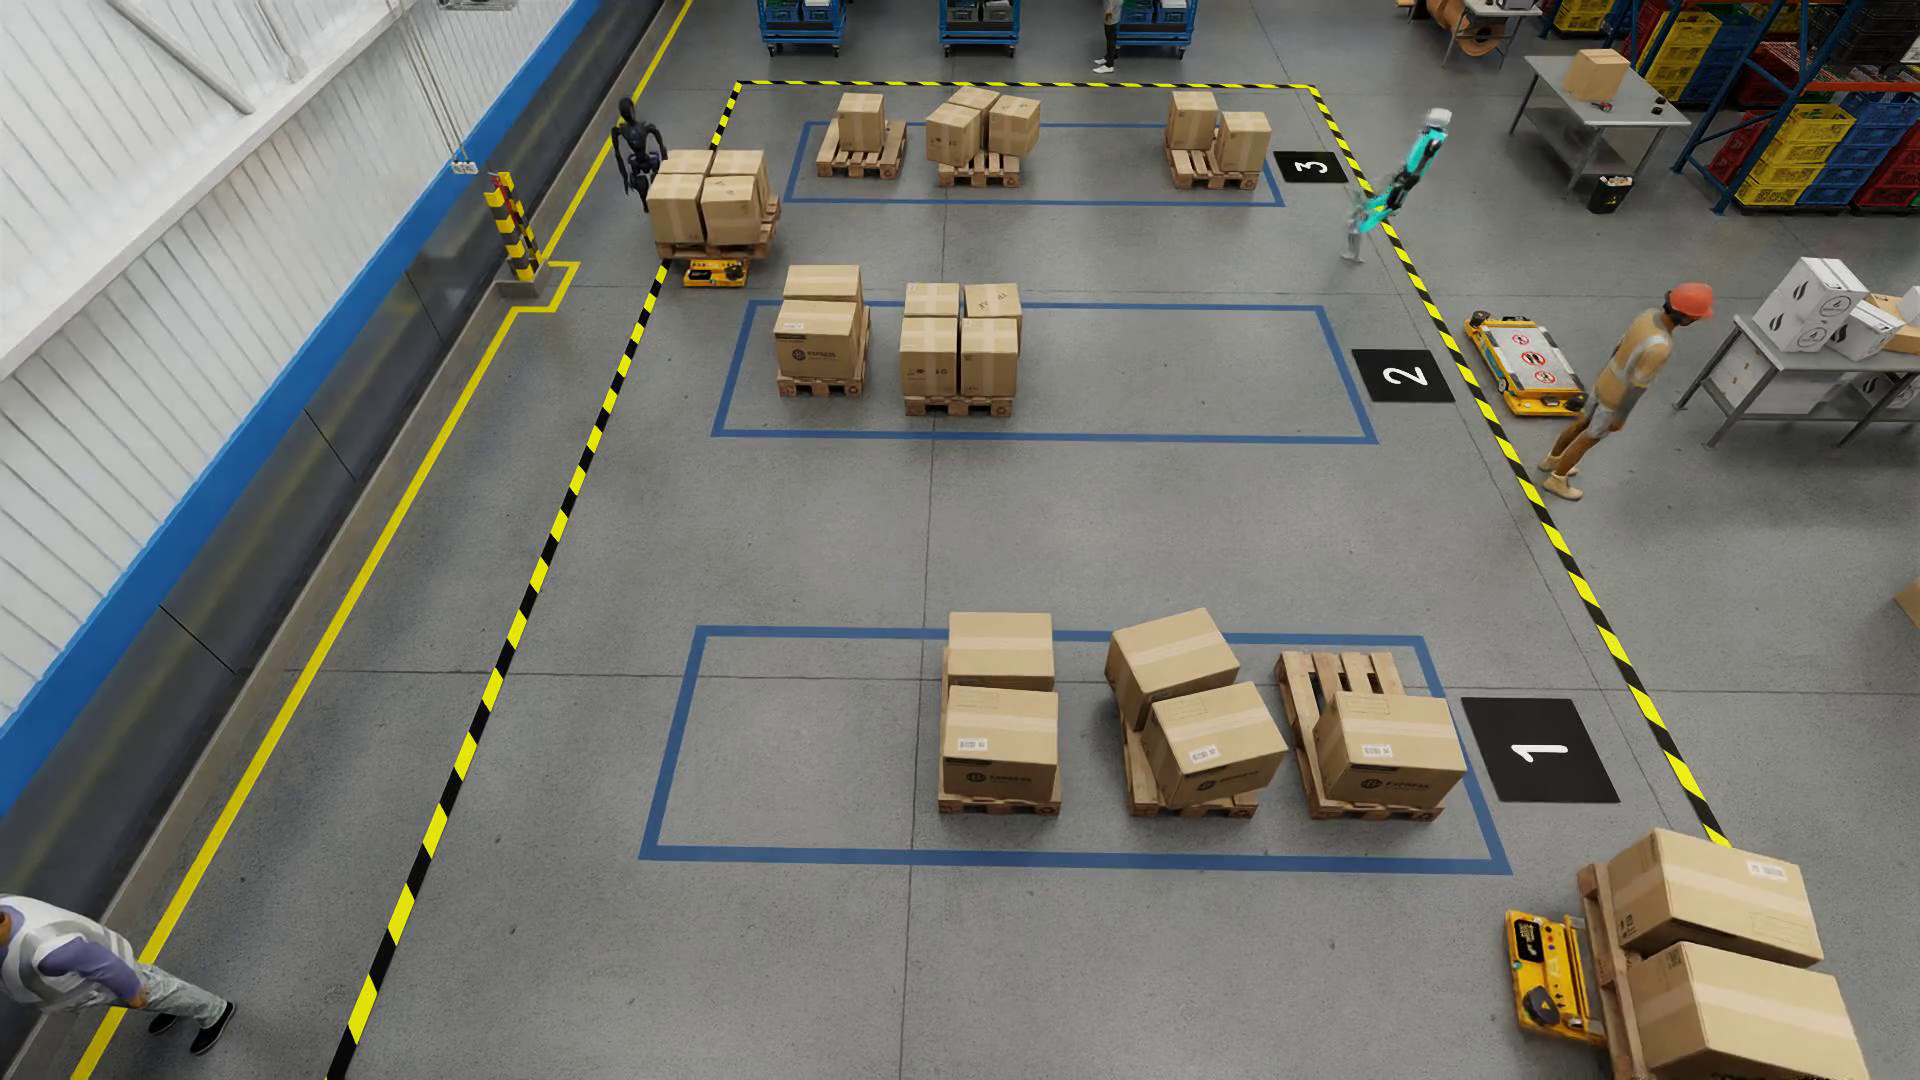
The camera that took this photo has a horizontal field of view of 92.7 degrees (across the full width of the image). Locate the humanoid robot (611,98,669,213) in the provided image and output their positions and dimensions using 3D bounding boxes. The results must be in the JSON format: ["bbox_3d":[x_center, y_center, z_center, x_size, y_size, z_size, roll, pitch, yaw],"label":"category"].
[{"bbox_3d":[-3.461,-4.119,10.181,0.590,1.637,0.617,-8,50,-7],"label":"humanoid robot"}]

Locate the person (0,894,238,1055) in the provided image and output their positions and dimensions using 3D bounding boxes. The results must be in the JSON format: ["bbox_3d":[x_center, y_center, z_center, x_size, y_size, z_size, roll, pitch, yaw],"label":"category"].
[{"bbox_3d":[-4.389,2.184,4.610,0.599,1.827,0.404,16,51,14],"label":"person"}]

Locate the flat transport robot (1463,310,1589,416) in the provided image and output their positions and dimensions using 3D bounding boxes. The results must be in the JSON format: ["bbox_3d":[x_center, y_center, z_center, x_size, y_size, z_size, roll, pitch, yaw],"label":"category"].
[{"bbox_3d":[5.573,-1.757,9.054,0.659,0.231,1.431,1,49,1],"label":"flat transport robot"}]

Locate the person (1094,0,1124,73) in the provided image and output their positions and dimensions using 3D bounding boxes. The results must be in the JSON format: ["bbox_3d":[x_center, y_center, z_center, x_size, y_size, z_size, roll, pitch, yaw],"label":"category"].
[{"bbox_3d":[2.152,-7.724,13.172,0.388,1.849,0.597,8,50,7],"label":"person"}]

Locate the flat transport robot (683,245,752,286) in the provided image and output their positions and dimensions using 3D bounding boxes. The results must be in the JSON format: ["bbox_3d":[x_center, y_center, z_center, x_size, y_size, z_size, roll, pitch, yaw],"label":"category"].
[{"bbox_3d":[-2.689,-3.377,10.438,0.652,0.197,1.431,0,49,0],"label":"flat transport robot"}]

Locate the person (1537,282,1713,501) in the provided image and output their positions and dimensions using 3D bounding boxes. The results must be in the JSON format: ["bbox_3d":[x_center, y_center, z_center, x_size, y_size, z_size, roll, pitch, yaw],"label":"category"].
[{"bbox_3d":[5.336,-1.185,7.387,0.390,2.040,0.613,14,51,12],"label":"person"}]

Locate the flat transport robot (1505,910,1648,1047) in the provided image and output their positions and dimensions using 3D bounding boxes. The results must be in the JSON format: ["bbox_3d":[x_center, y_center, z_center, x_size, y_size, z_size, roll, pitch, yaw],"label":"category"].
[{"bbox_3d":[3.964,2.614,5.252,1.431,0.197,0.652,11,50,9],"label":"flat transport robot"}]

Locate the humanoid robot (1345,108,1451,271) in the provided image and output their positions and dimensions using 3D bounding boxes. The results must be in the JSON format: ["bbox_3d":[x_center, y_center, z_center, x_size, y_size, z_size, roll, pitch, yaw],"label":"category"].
[{"bbox_3d":[4.514,-3.698,9.797,0.793,1.826,0.554,16,51,13],"label":"humanoid robot"}]
